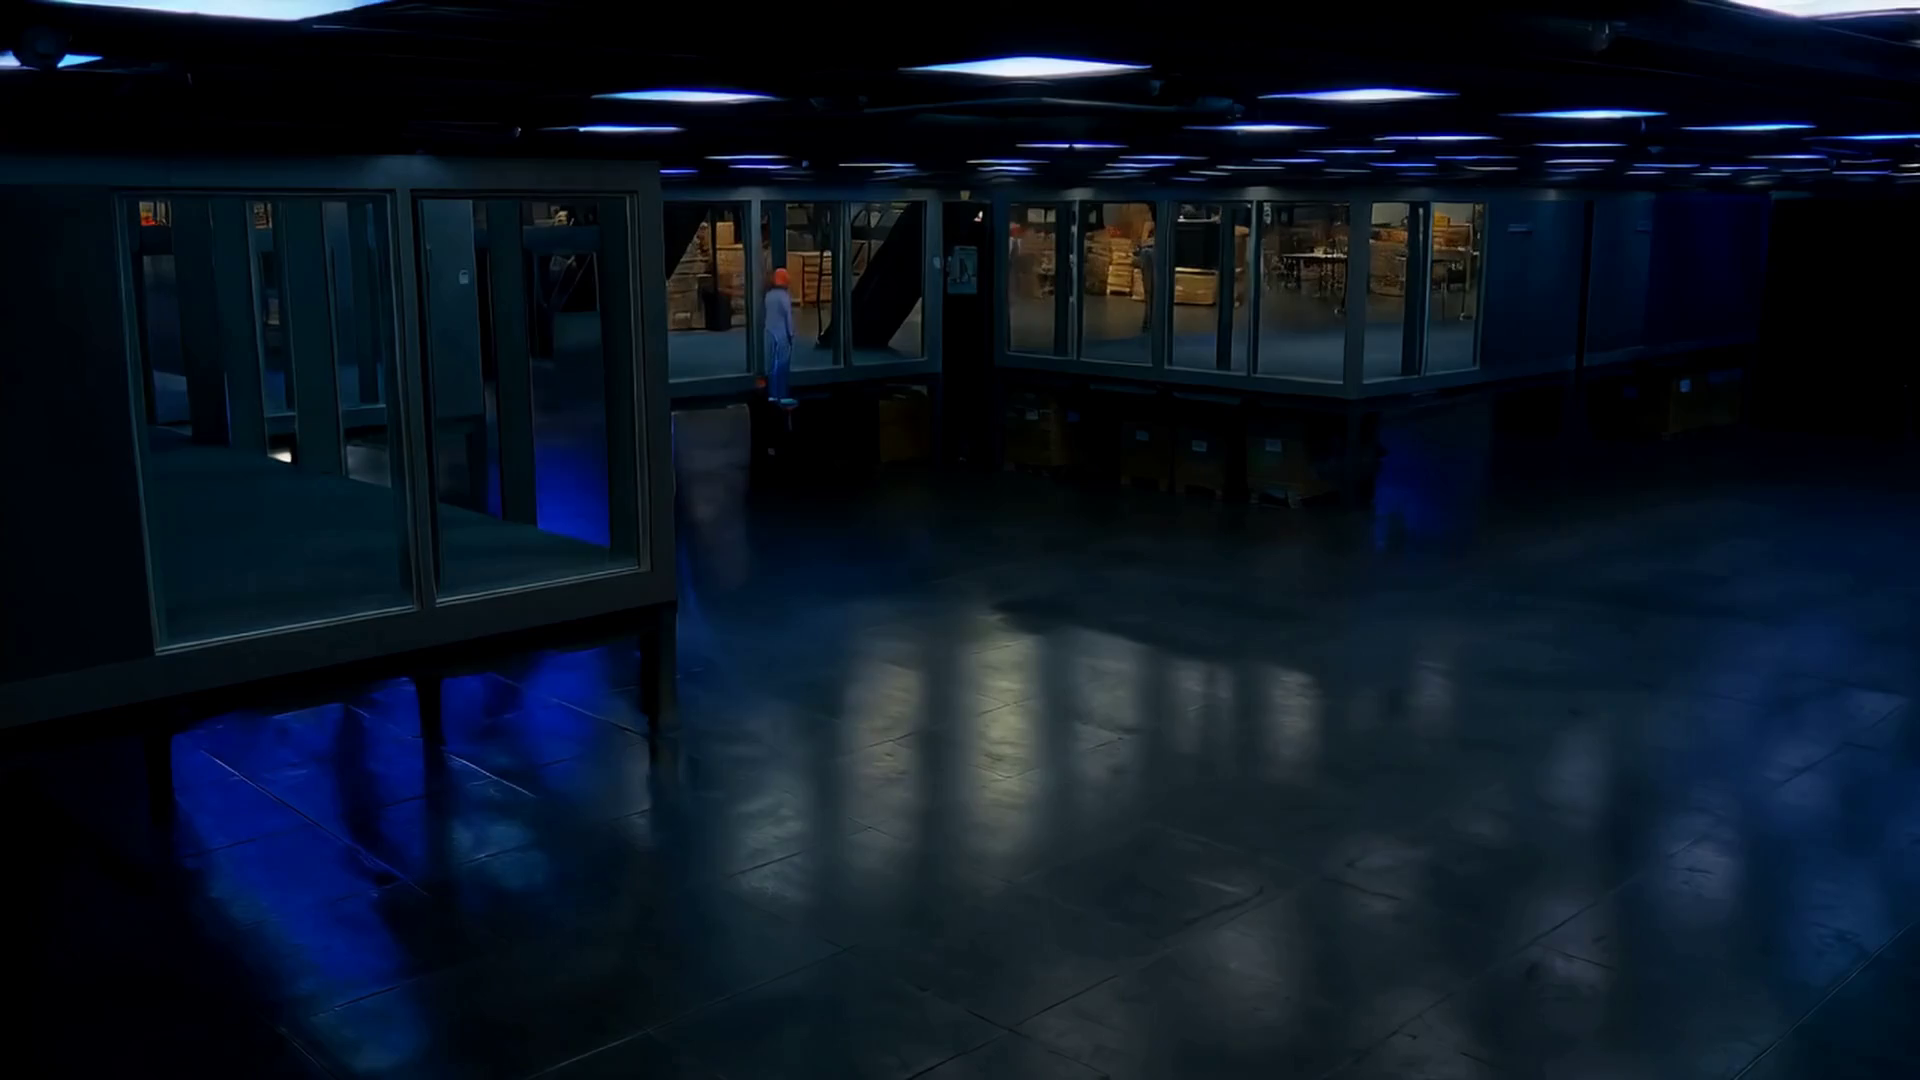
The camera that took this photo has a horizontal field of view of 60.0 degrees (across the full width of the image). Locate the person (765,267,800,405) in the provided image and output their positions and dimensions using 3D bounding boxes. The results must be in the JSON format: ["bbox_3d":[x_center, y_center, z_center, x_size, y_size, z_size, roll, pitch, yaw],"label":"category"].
[{"bbox_3d":[-2.135,-2.427,19.808,0.286,1.633,0.499,-9,14,-38],"label":"person"}]
